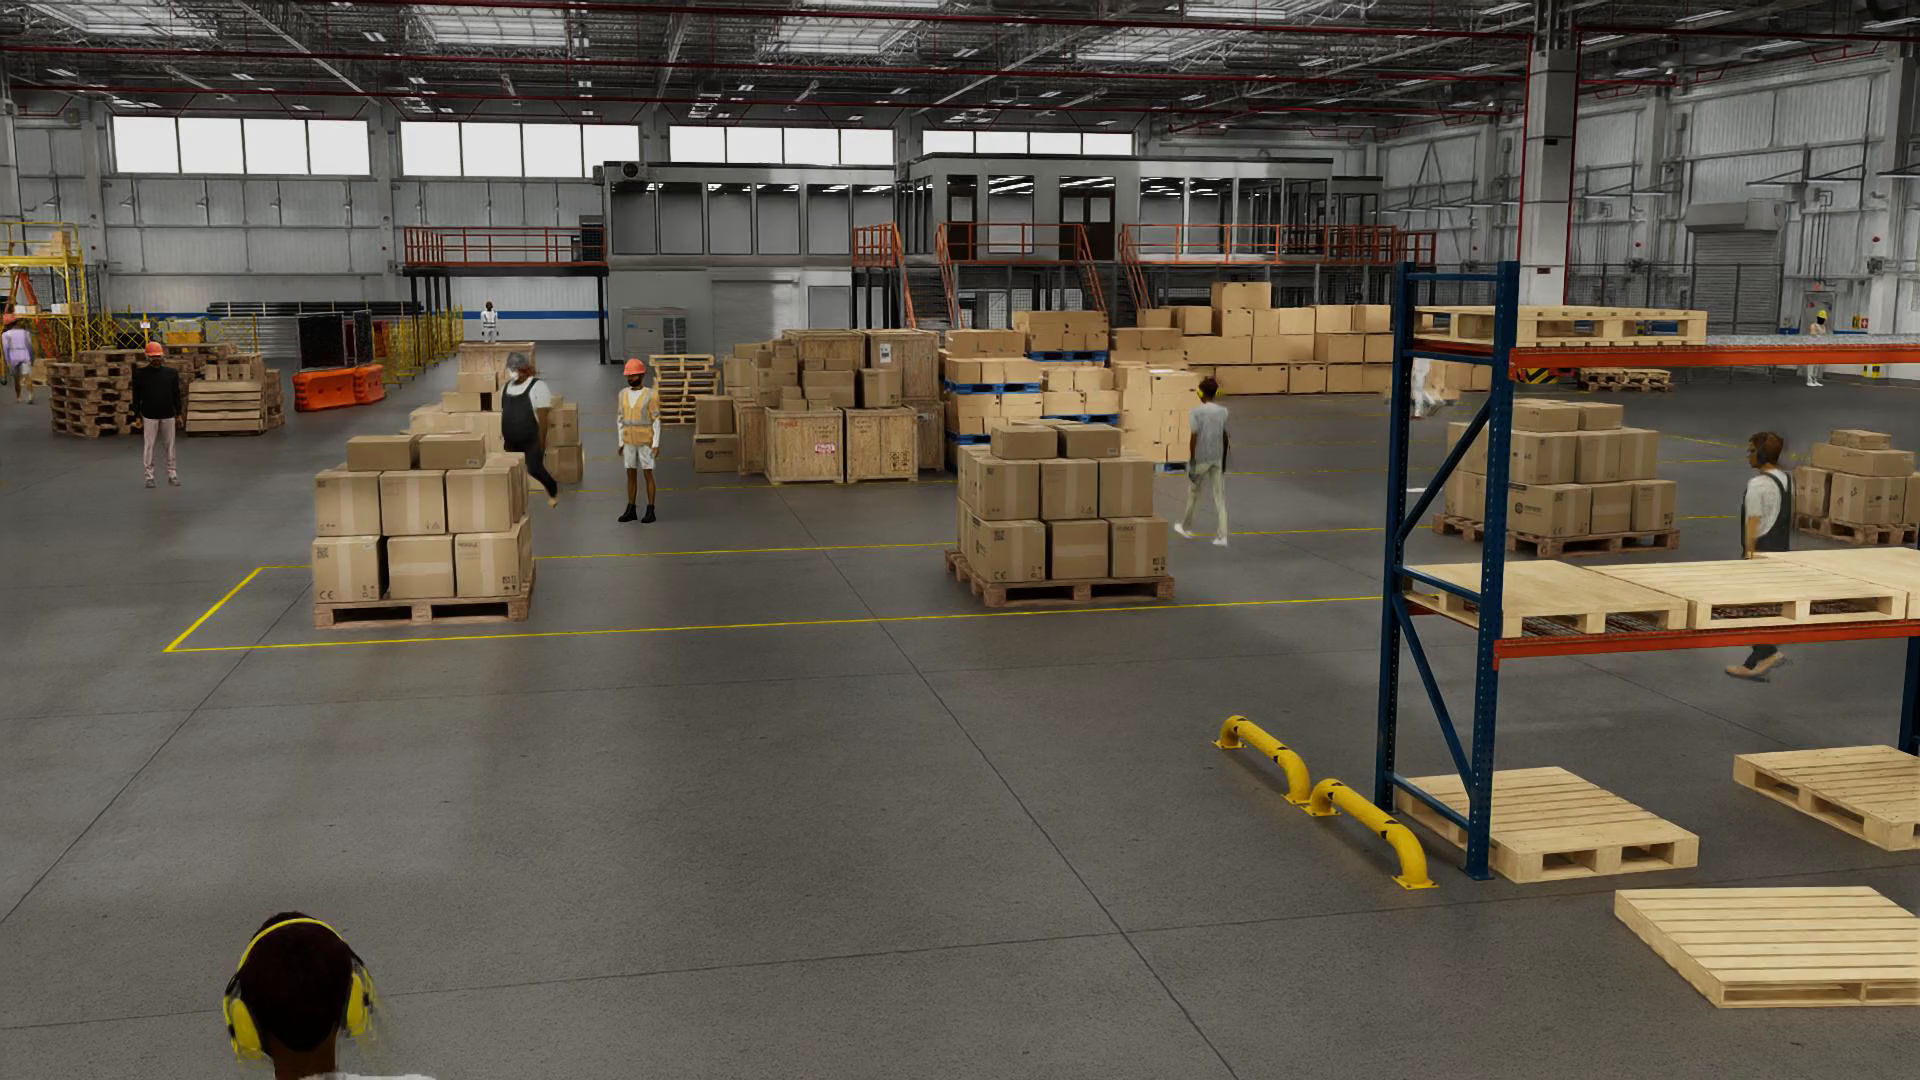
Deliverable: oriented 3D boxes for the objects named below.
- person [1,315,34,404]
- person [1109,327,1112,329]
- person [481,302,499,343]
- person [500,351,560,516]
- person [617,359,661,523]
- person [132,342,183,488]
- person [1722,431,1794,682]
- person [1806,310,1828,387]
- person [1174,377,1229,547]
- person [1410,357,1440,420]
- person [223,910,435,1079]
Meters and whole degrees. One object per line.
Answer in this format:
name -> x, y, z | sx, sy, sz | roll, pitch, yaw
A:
person -> -20.670, -3.953, 36.526 | 0.619, 1.977, 1.087 | -8, 12, -40
person -> 2.788, -3.120, 31.605 | 0.549, 1.901, 0.589 | -2, 10, -13
person -> -15.399, -6.861, 54.477 | 0.574, 1.885, 0.356 | -7, 12, -36
person -> -5.221, -1.290, 20.037 | 0.686, 2.000, 0.732 | 3, 10, 19
person -> -3.789, -1.161, 19.563 | 0.543, 1.939, 0.370 | 3, 10, 20
person -> -10.965, -1.713, 22.759 | 0.623, 1.992, 0.397 | -7, 12, -37
person -> 5.763, 0.132, 11.999 | 0.545, 1.833, 0.409 | -7, 12, -36
person -> 21.677, -4.837, 42.037 | 0.585, 1.917, 0.382 | -7, 12, -37
person -> 2.679, -0.862, 18.120 | 0.533, 1.817, 0.953 | -3, 10, -16
person -> 9.071, -3.288, 32.622 | 0.578, 1.919, 0.633 | 4, 10, 23
person -> -1.153, 1.599, 3.048 | 0.508, 1.848, 0.411 | -6, 11, -34
